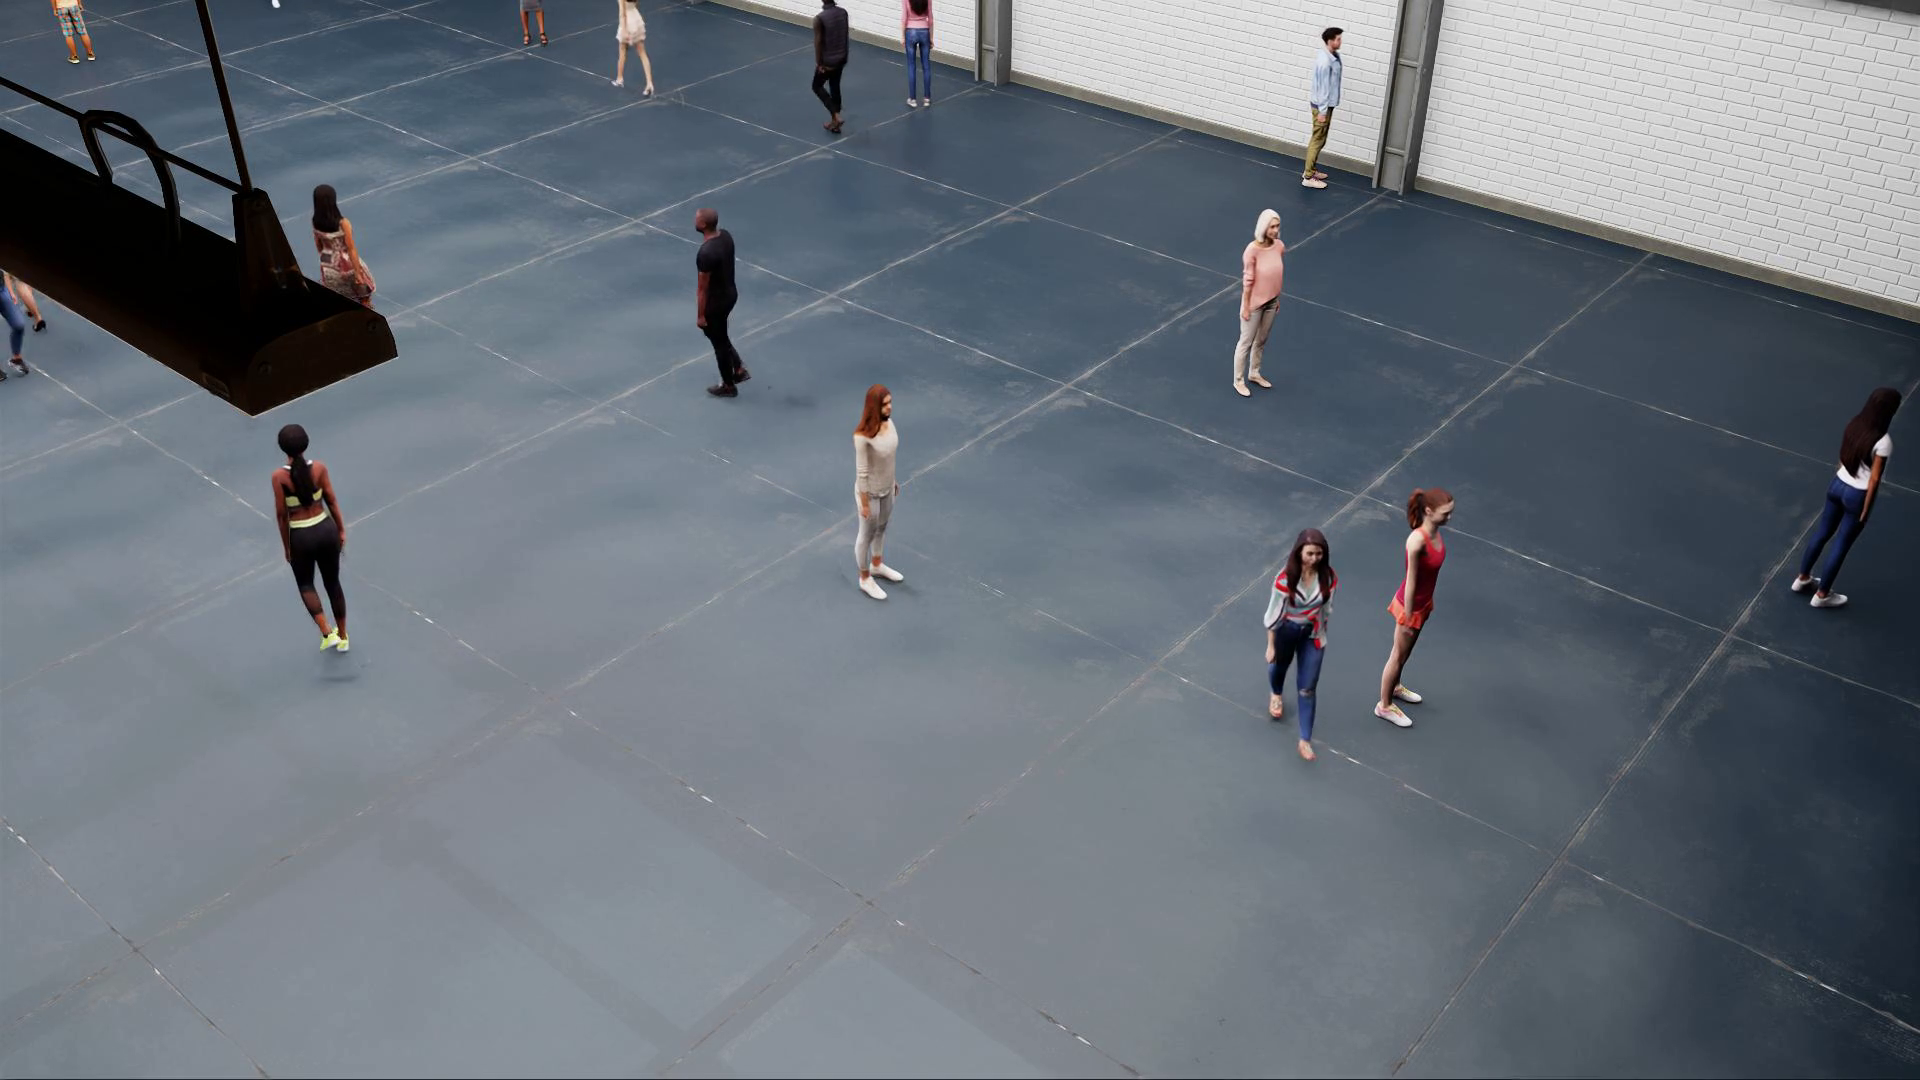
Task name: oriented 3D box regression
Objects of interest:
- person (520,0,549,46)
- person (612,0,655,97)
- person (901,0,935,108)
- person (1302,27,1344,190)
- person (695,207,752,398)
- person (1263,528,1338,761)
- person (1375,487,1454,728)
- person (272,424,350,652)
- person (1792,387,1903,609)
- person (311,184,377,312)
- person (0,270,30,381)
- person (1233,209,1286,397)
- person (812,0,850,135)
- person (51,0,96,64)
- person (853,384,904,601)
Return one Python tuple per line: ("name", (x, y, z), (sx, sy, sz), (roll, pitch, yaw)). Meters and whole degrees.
("person", (-6.079, -7.892, 23.436), (0.679, 1.780, 0.716), (-7, 34, -11))
("person", (-4.184, -6.606, 21.570), (0.943, 1.704, 0.633), (22, 39, 29))
("person", (-0.547, -6.442, 21.289), (0.643, 1.742, 0.686), (-5, 34, -8))
("person", (4.141, -4.956, 18.992), (0.739, 1.810, 0.762), (7, 34, 11))
("person", (-2.051, -2.070, 14.648), (0.845, 1.812, 0.809), (9, 35, 13))
("person", (2.187, 0.572, 10.892), (1.063, 1.570, 1.070), (1, 34, 2))
("person", (2.997, 0.412, 10.971), (0.601, 1.749, 0.615), (16, 37, 22))
("person", (-4.458, 0.051, 11.529), (0.699, 1.732, 0.804), (-21, 39, -29))
("person", (6.427, -0.310, 12.035), (0.726, 1.773, 0.646), (-6, 34, -9))
("person", (-5.790, -2.472, 15.429), (1.008, 1.616, 0.950), (8, 34, 11))
("person", (-8.815, -2.233, 15.089), (0.728, 1.595, 0.675), (20, 38, 27))
("person", (2.673, -2.136, 14.826), (0.654, 1.725, 0.608), (-22, 39, -29))
("person", (-1.523, -5.838, 20.305), (0.755, 1.825, 0.783), (-27, 42, -34))
("person", (-12.269, -7.320, 22.863), (0.566, 1.461, 0.546), (-23, 40, -31))
("person", (-0.627, -0.382, 12.201), (0.585, 1.710, 0.639), (18, 38, 25))
